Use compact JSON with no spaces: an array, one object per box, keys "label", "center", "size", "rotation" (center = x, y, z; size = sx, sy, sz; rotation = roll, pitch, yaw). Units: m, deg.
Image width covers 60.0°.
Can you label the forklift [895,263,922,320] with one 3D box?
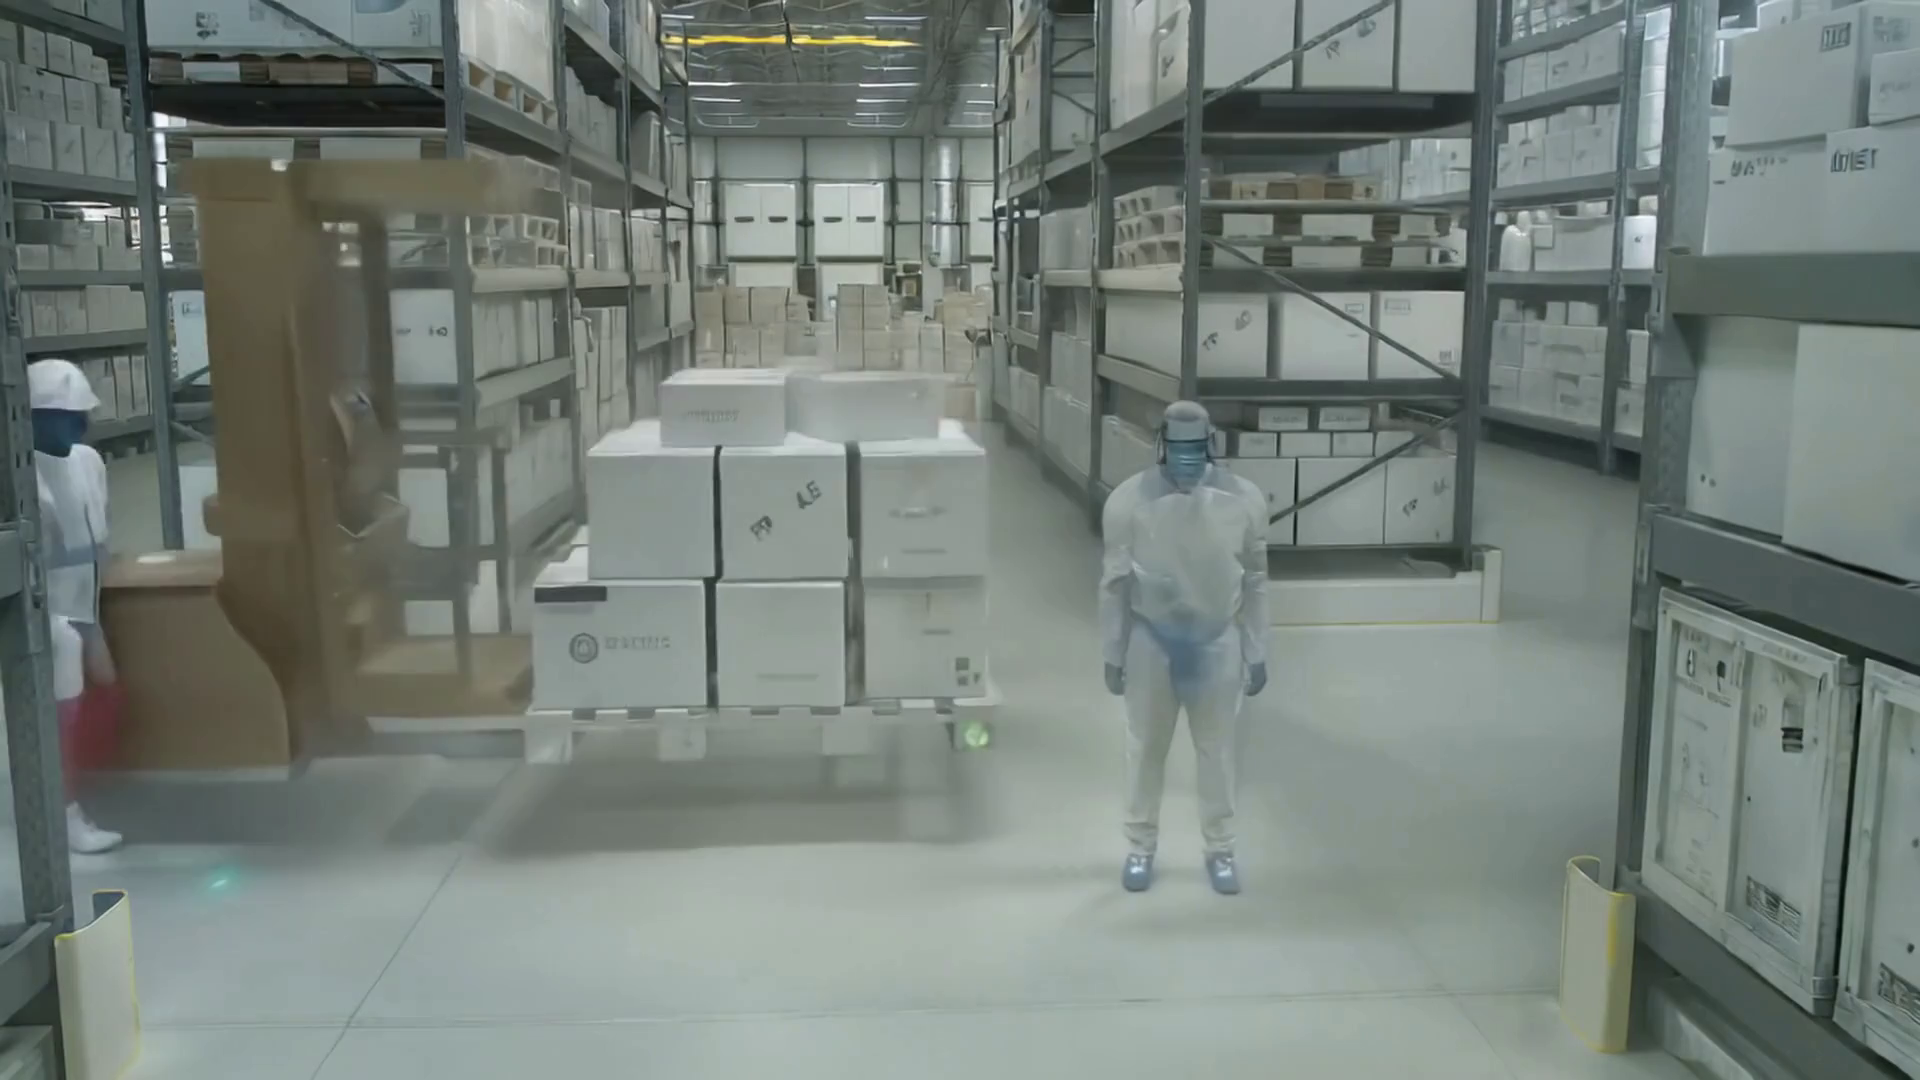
[{"label":"forklift","center":[-1.972,-8.988,62.264],"size":[1.129,2.768,1.873],"rotation":[-1,9,-4]}]

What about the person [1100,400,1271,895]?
[{"label":"person","center":[0.857,0.415,6.314],"size":[0.646,1.898,0.398],"rotation":[0,9,2]}]

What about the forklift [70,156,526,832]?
[{"label":"forklift","center":[-2.961,-0.225,7.246],"size":[1.873,2.768,1.129],"rotation":[-1,9,-5]}]

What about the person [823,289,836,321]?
[{"label":"person","center":[-4.067,-6.850,51.791],"size":[0.355,1.936,0.635],"rotation":[4,10,24]}]

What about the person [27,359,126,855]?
[{"label":"person","center":[-3.596,0.285,6.712],"size":[0.444,2.025,0.632],"rotation":[1,9,8]}]

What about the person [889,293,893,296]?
[{"label":"person","center":[-2.589,-8.447,62.598],"size":[0.549,1.686,0.361],"rotation":[-2,9,-10]}]

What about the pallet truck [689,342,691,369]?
[{"label":"pallet truck","center":[-5.225,-3.008,27.480],"size":[1.885,1.965,0.823],"rotation":[2,9,14]}]

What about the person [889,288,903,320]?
[{"label":"person","center":[-2.275,-7.793,57.772],"size":[0.634,1.928,0.391],"rotation":[3,9,17]}]
